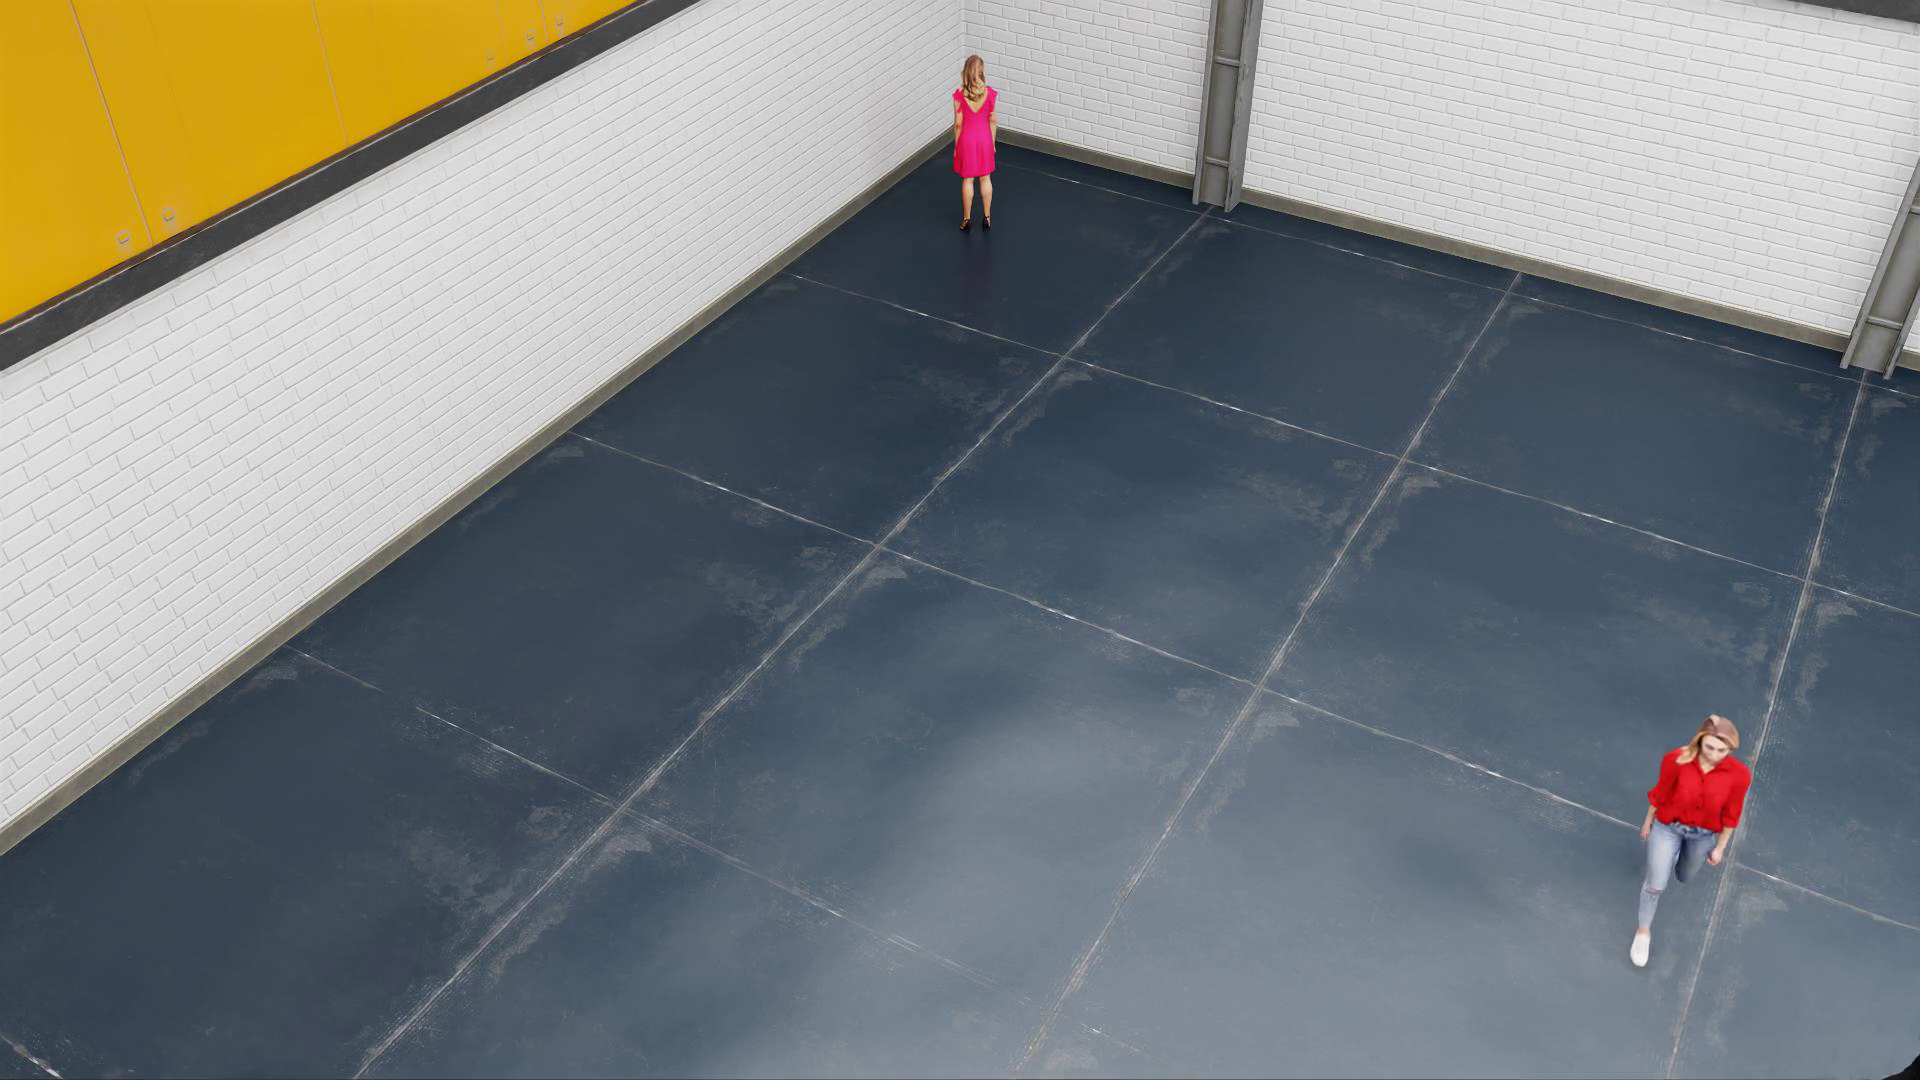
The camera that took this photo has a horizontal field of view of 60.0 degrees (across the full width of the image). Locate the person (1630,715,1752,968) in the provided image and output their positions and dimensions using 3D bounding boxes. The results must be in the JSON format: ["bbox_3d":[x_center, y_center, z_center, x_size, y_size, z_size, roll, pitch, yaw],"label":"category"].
[{"bbox_3d":[3.947,1.534,9.058,0.974,1.687,0.798,13,40,15],"label":"person"}]

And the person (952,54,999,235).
[{"bbox_3d":[0.136,-3.703,15.582,0.654,1.728,0.727,-6,39,-7],"label":"person"}]
